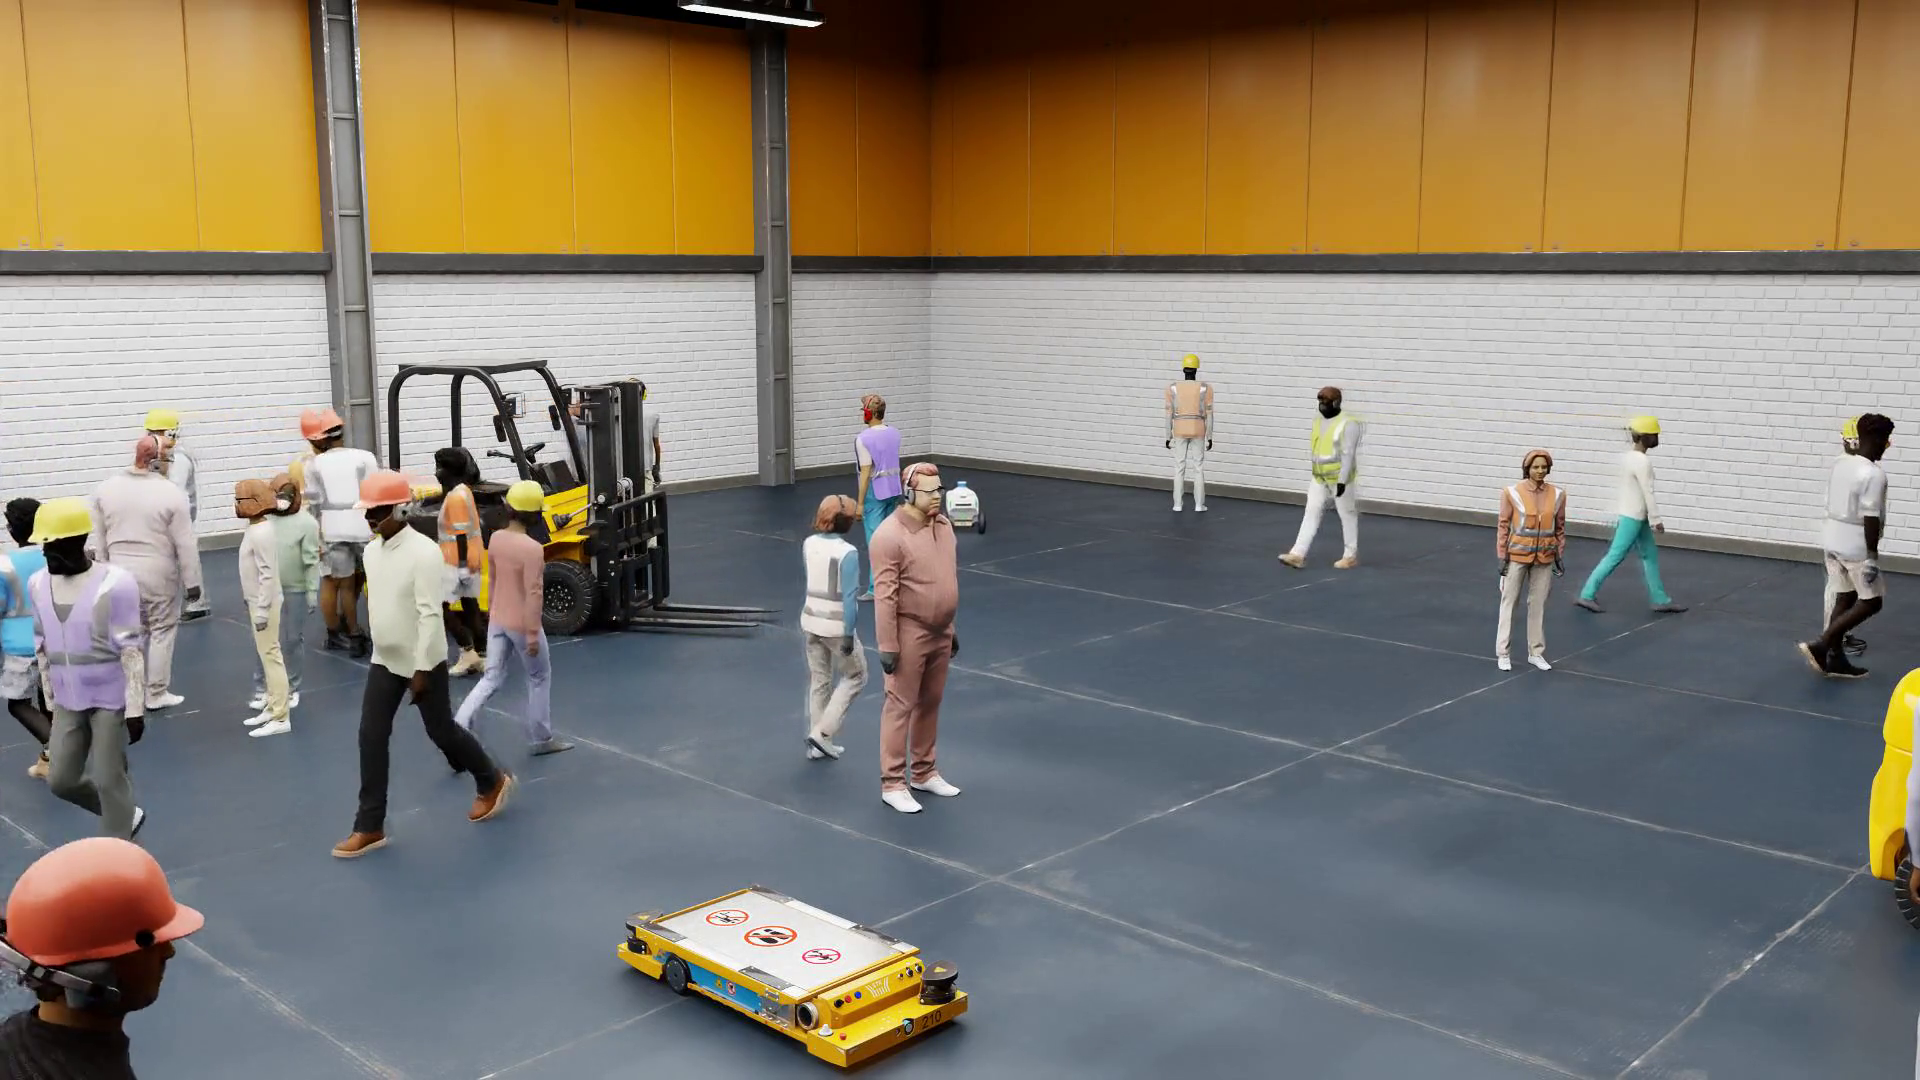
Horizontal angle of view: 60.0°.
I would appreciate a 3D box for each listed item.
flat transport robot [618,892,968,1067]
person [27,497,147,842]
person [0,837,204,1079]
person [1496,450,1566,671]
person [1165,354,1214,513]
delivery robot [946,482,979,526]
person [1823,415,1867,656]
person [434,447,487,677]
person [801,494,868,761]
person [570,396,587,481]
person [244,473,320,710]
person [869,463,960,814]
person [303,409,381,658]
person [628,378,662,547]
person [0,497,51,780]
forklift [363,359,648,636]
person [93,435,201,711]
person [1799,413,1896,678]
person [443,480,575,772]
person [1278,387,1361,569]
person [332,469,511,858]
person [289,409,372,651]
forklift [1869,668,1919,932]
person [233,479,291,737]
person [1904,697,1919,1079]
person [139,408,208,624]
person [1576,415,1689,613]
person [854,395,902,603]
[{"bbox_3d":[-0.708,1.722,6.767,1.431,0.197,0.652,9,13,43],"label":"flat transport robot"},{"bbox_3d":[-4.072,0.731,7.841,0.598,1.913,0.527,2,9,12],"label":"person"},{"bbox_3d":[-1.462,1.485,2.999,0.600,1.970,0.635,-7,11,-36],"label":"person"},{"bbox_3d":[4.190,0.148,12.227,0.512,1.642,0.311,-1,9,-4],"label":"person"},{"bbox_3d":[2.777,-1.286,20.144,0.585,1.928,0.369,2,9,12],"label":"person"},{"bbox_3d":[0.023,-0.414,18.706,0.477,0.478,0.707,0,9,-3],"label":"delivery robot"},{"bbox_3d":[6.863,-0.042,12.798,0.404,1.835,0.590,7,11,35],"label":"person"},{"bbox_3d":[-3.615,0.166,11.978,0.424,1.671,0.543,-2,9,-11],"label":"person"},{"bbox_3d":[-0.761,0.531,9.936,0.363,1.626,0.530,-9,13,-44],"label":"person"},{"bbox_3d":[-3.970,-0.708,17.536,0.419,1.616,0.515,-8,12,-41],"label":"person"},{"bbox_3d":[-4.514,0.345,11.107,0.533,1.609,0.408,-1,9,-4],"label":"person"},{"bbox_3d":[-0.208,0.521,9.128,0.402,1.906,0.652,7,11,35],"label":"person"},{"bbox_3d":[-4.650,-0.045,12.656,0.627,1.885,0.438,-3,10,-15],"label":"person"},{"bbox_3d":[-3.232,-0.683,16.622,0.533,1.870,0.315,-7,12,-38],"label":"person"},{"bbox_3d":[-5.181,0.595,9.387,0.650,1.678,0.538,6,11,33],"label":"person"},{"bbox_3d":[-3.850,-0.407,13.936,2.313,2.155,1.214,2,9,11],"label":"forklift"},{"bbox_3d":[-5.356,0.233,11.005,0.696,1.870,0.482,1,9,4],"label":"person"},{"bbox_3d":[6.356,0.056,11.878,0.526,1.937,0.644,0,9,-1],"label":"person"},{"bbox_3d":[-2.692,0.503,9.826,0.564,1.728,0.837,8,12,39],"label":"person"},{"bbox_3d":[3.564,-0.589,16.239,0.936,1.795,0.646,-6,11,-33],"label":"person"},{"bbox_3d":[-2.796,0.590,8.583,0.613,1.955,0.978,5,11,30],"label":"person"},{"bbox_3d":[-4.821,-0.069,12.792,0.391,1.902,0.626,4,10,25],"label":"person"},{"bbox_3d":[5.205,0.723,7.013,2.313,2.155,1.214,9,13,43],"label":"forklift"},{"bbox_3d":[-4.444,0.422,10.569,0.279,1.633,0.506,-5,10,-27],"label":"person"},{"bbox_3d":[3.434,1.097,5.468,0.603,1.949,0.384,8,12,41],"label":"person"},{"bbox_3d":[-6.589,-0.174,13.665,0.604,1.807,0.702,8,12,41],"label":"person"},{"bbox_3d":[5.758,-0.210,14.201,0.920,1.722,0.527,3,10,16],"label":"person"},{"bbox_3d":[-0.720,-0.360,14.709,0.395,1.847,0.564,6,11,33],"label":"person"}]
